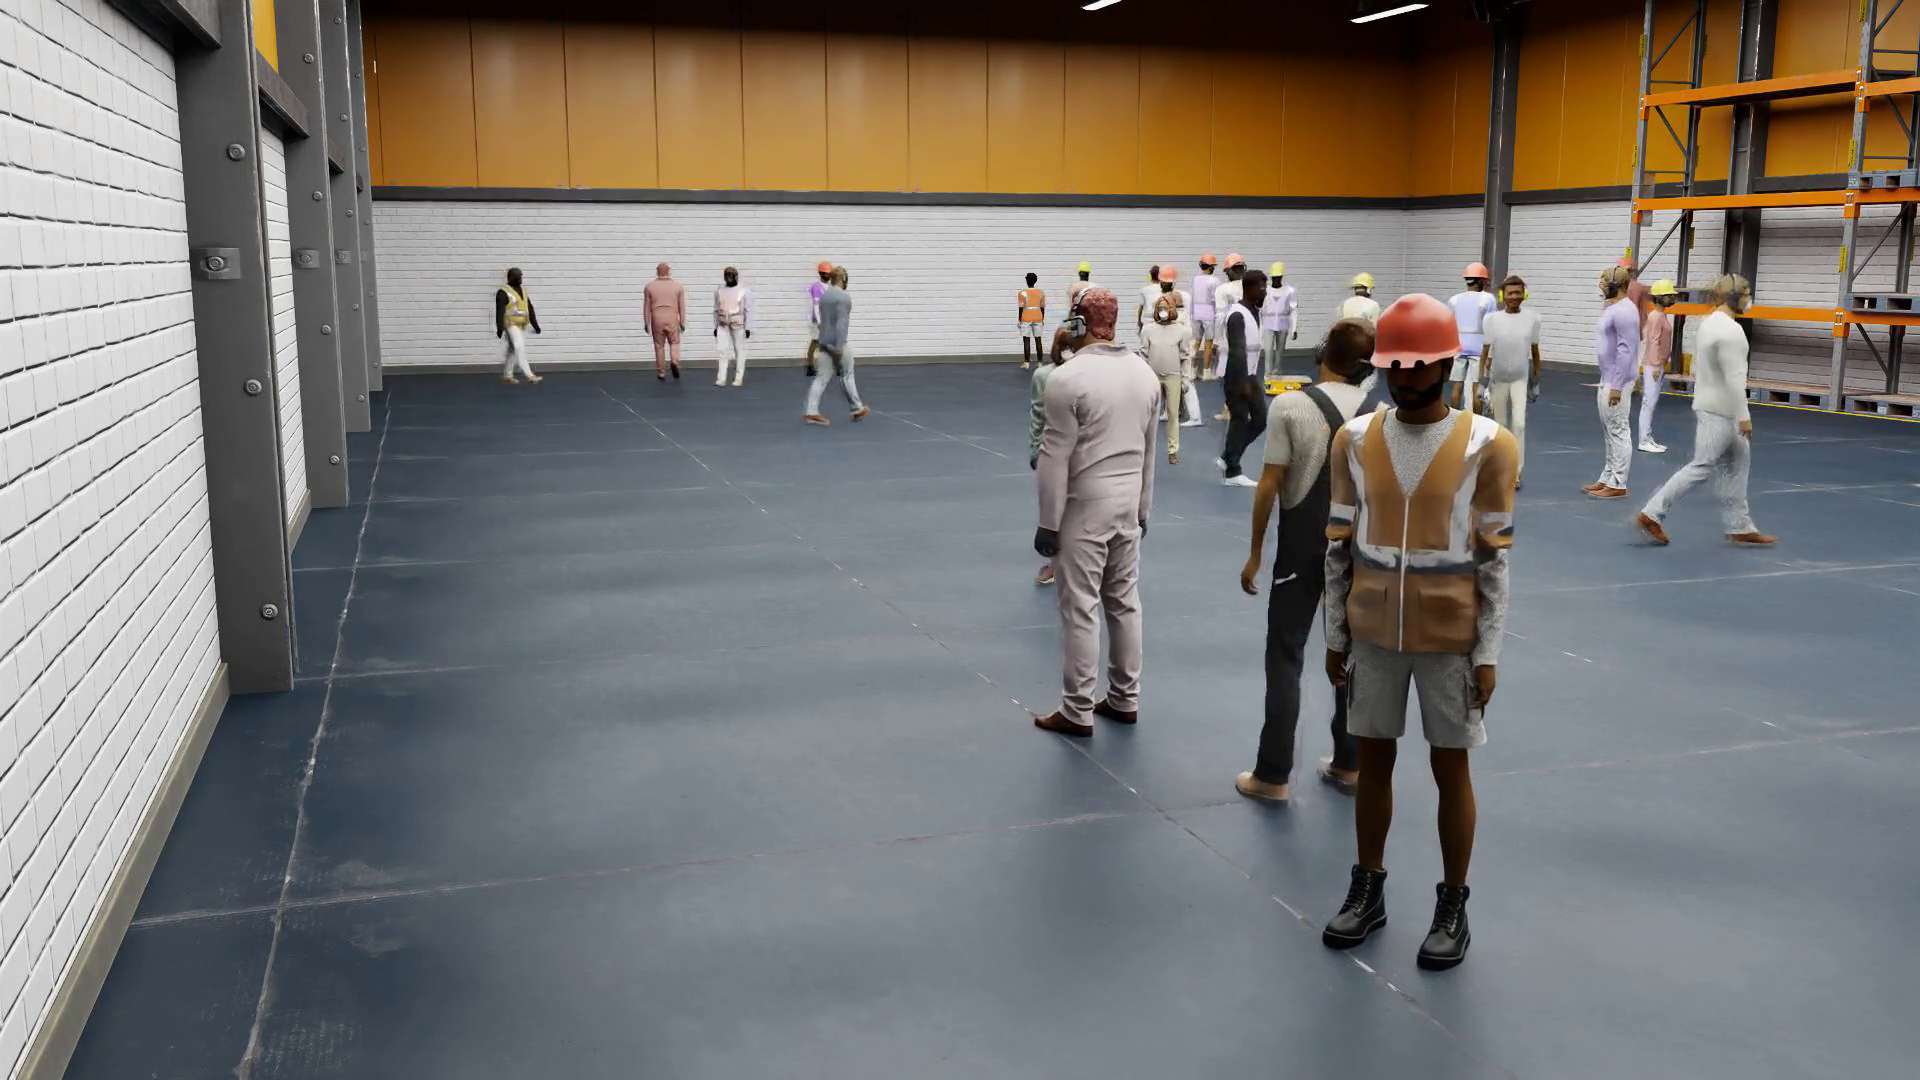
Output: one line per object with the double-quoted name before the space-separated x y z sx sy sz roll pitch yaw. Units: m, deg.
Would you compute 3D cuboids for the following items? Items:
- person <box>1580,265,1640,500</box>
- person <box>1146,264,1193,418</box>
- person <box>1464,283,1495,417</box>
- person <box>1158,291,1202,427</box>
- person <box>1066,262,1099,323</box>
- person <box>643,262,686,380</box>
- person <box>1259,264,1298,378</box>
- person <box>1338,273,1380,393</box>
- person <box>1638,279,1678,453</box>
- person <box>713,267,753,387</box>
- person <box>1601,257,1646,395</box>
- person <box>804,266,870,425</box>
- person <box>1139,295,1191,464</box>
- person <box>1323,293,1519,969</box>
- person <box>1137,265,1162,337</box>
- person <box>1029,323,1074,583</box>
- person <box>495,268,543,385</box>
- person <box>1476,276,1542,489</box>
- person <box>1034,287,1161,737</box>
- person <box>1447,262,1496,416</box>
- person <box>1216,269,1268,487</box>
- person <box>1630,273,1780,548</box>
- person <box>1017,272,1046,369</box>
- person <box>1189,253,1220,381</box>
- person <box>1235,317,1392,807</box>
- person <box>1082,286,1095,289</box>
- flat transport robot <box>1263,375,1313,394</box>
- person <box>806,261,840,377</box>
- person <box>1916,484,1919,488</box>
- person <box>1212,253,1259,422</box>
"person" 5.429 -1.299 13.805 0.377 1.937 0.629 2 10 14
"person" 2.541 -2.411 20.350 0.572 1.901 0.500 5 11 29
"person" 6.206 -2.352 20.104 0.578 1.871 0.438 -8 12 -37
"person" 2.589 -2.147 19.693 0.747 1.585 0.525 5 11 28
"person" 2.065 -3.608 27.332 0.598 1.899 0.766 6 11 30
"person" -4.747 -3.507 26.712 0.671 1.894 0.549 -2 10 -12
"person" 4.689 -3.144 24.650 0.609 1.873 0.977 2 10 9
"person" 4.706 -2.237 19.611 0.447 1.815 0.597 -8 13 -39
"person" 7.180 -1.789 17.126 0.301 1.772 0.524 5 11 27
"person" -3.502 -3.225 25.280 0.654 1.819 0.756 2 10 12
"person" 9.327 -2.972 23.364 0.634 1.982 0.567 0 10 -1
"person" -1.488 -2.321 19.890 1.000 1.873 0.643 -7 12 -37
"person" 1.979 -1.550 16.133 0.498 1.634 0.284 3 10 15
"person" 1.290 0.266 4.773 0.539 1.929 0.380 6 11 30
"person" 3.025 -3.349 25.919 0.505 1.857 0.705 1 10 6
"person" 0.676 -0.523 10.265 0.522 1.601 0.736 1 10 7
"person" -6.769 -3.291 25.709 0.922 1.800 0.637 3 10 19
"person" 4.757 -1.355 14.416 0.541 1.831 0.888 3 10 15
"person" 0.563 -0.123 7.113 0.636 1.900 0.403 -9 13 -43
"person" 5.613 -2.072 18.286 0.547 1.934 0.376 7 12 36
"person" 2.477 -1.406 14.535 0.451 1.898 0.584 5 11 29
"person" 5.192 -0.886 11.501 0.951 1.911 0.628 3 10 17
"person" 1.253 -3.847 29.248 0.537 1.695 0.320 -4 10 -20
"person" 3.940 -3.563 26.617 0.391 2.041 0.609 -9 13 -41
"person" 1.344 0.080 6.197 0.579 1.808 0.352 -3 10 -15
"person" 1.541 -2.442 21.316 0.532 1.619 0.579 -8 13 -40
"flat transport robot" 4.760 -2.260 24.184 0.652 0.197 1.431 1 10 8
"person" -2.187 -3.619 27.354 0.924 1.890 0.571 6 11 29
"person" 8.576 -1.352 14.408 0.384 1.839 0.563 8 13 38
"person" 3.321 -2.445 20.160 0.605 2.034 0.387 -4 11 -24
